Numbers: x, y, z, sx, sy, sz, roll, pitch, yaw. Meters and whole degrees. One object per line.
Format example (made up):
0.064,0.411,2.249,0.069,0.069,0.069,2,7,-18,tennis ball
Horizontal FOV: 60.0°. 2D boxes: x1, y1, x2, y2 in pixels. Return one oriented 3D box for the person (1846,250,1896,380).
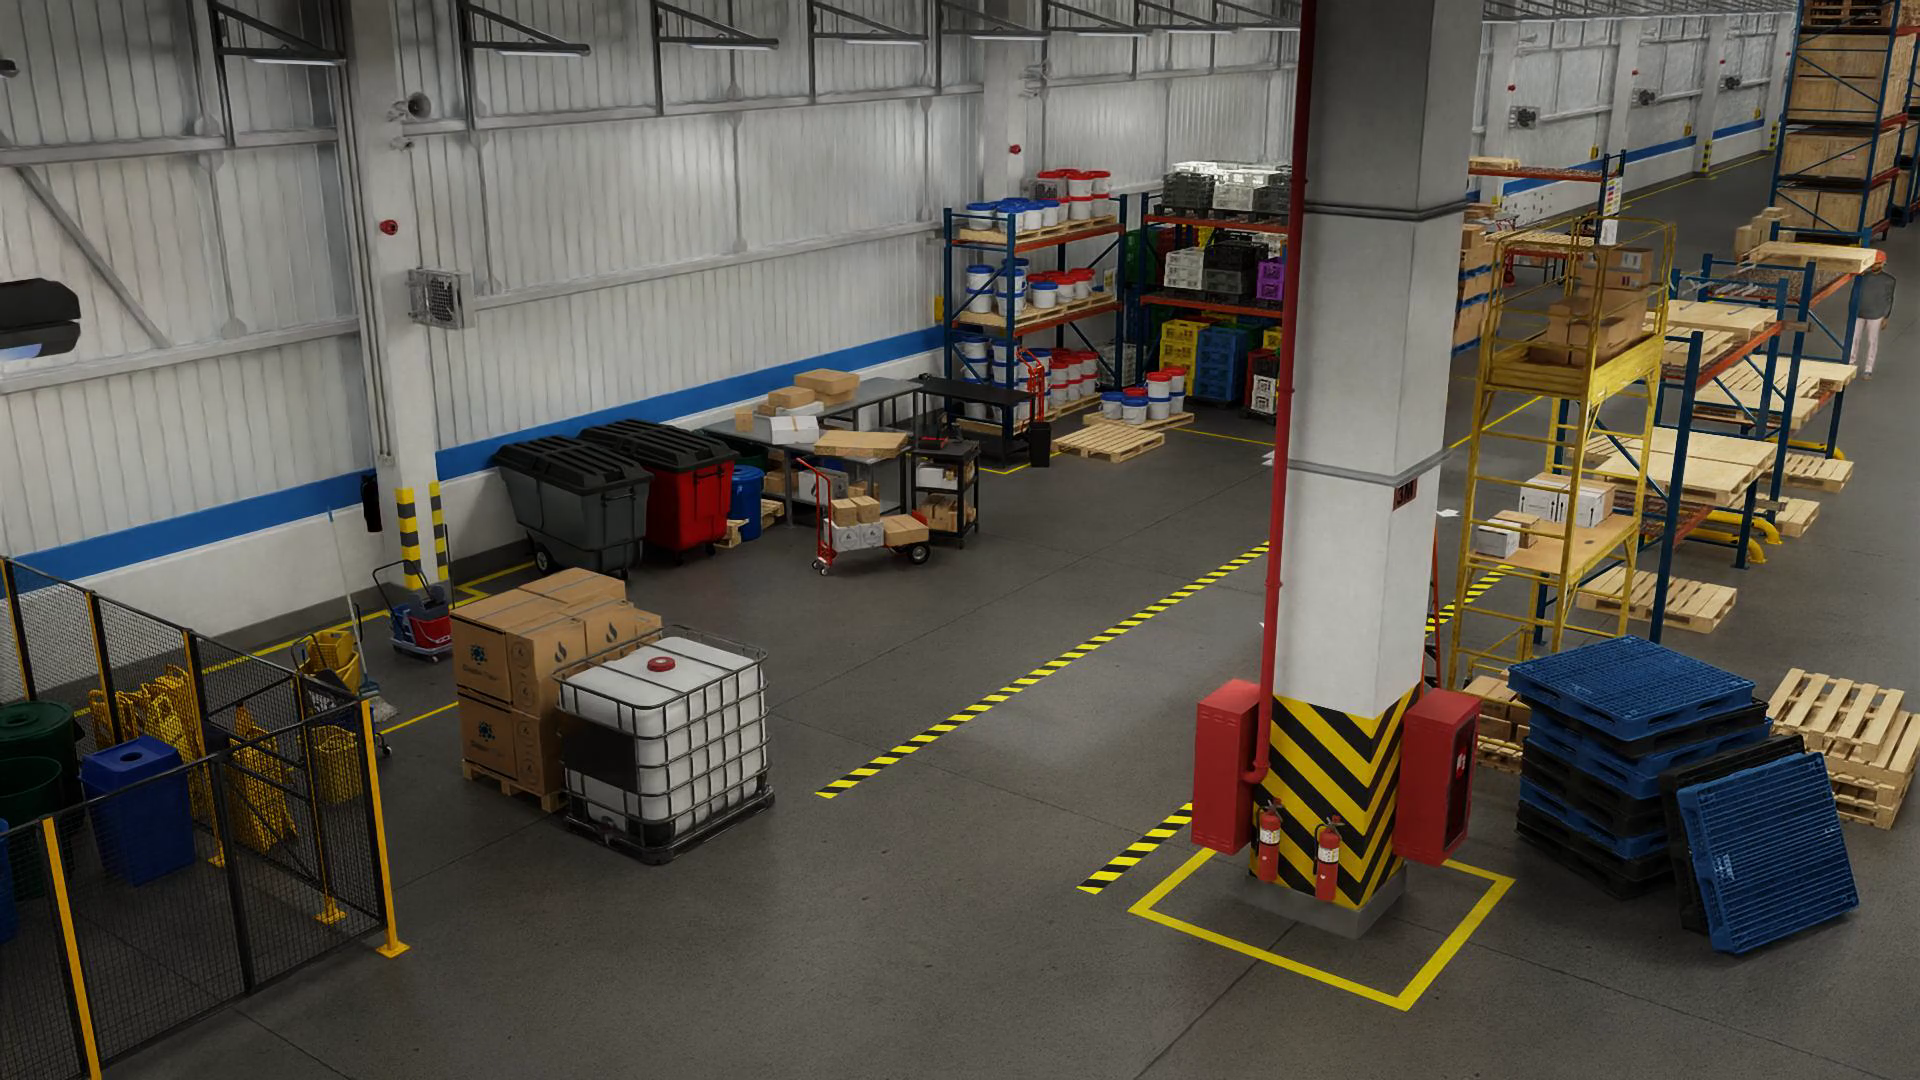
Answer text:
14.004,-3.473,25.649,0.381,1.994,0.622,-17,25,-42,person
